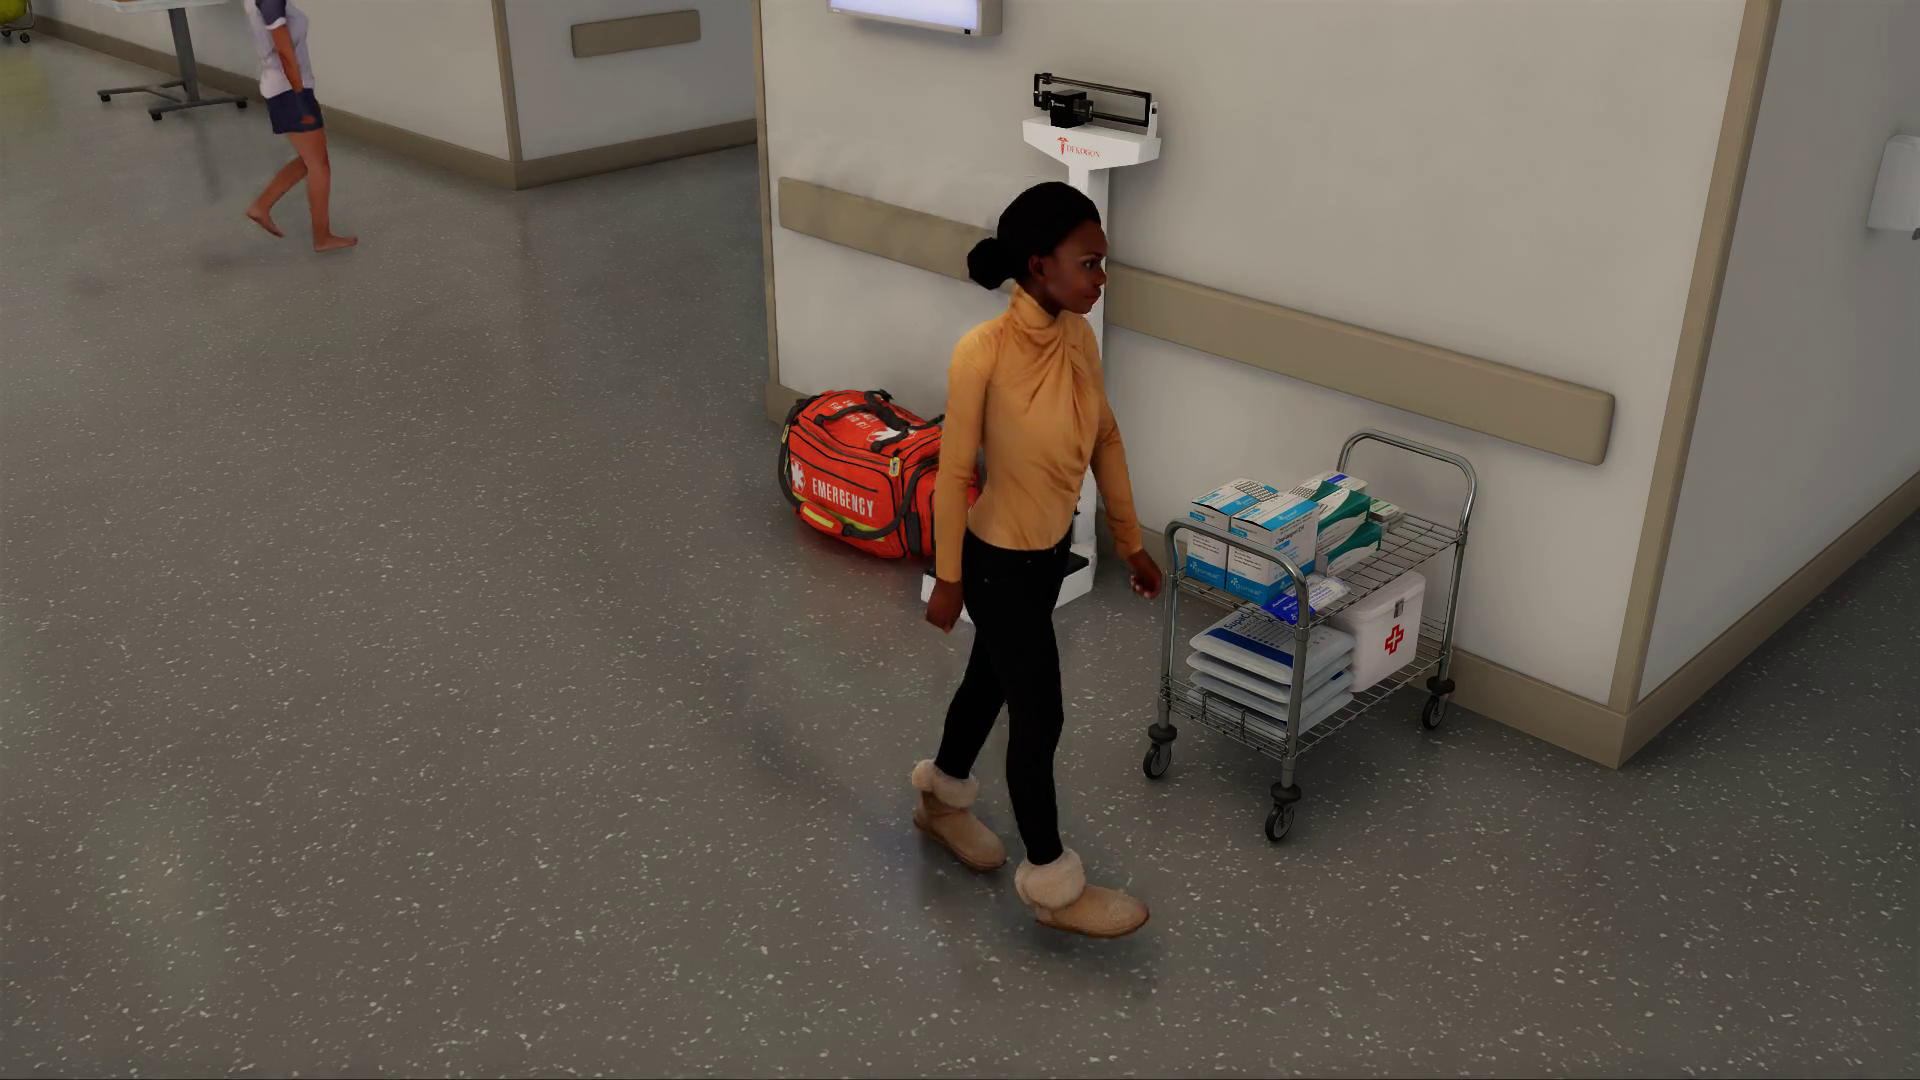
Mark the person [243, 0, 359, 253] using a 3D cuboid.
[{"bbox_3d":[-3.447,-2.230,8.389,0.712,1.608,0.731,-15,30,-29],"label":"person"}]

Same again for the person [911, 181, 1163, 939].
[{"bbox_3d":[0.064,0.026,3.689,0.990,1.629,0.720,19,32,34],"label":"person"}]
